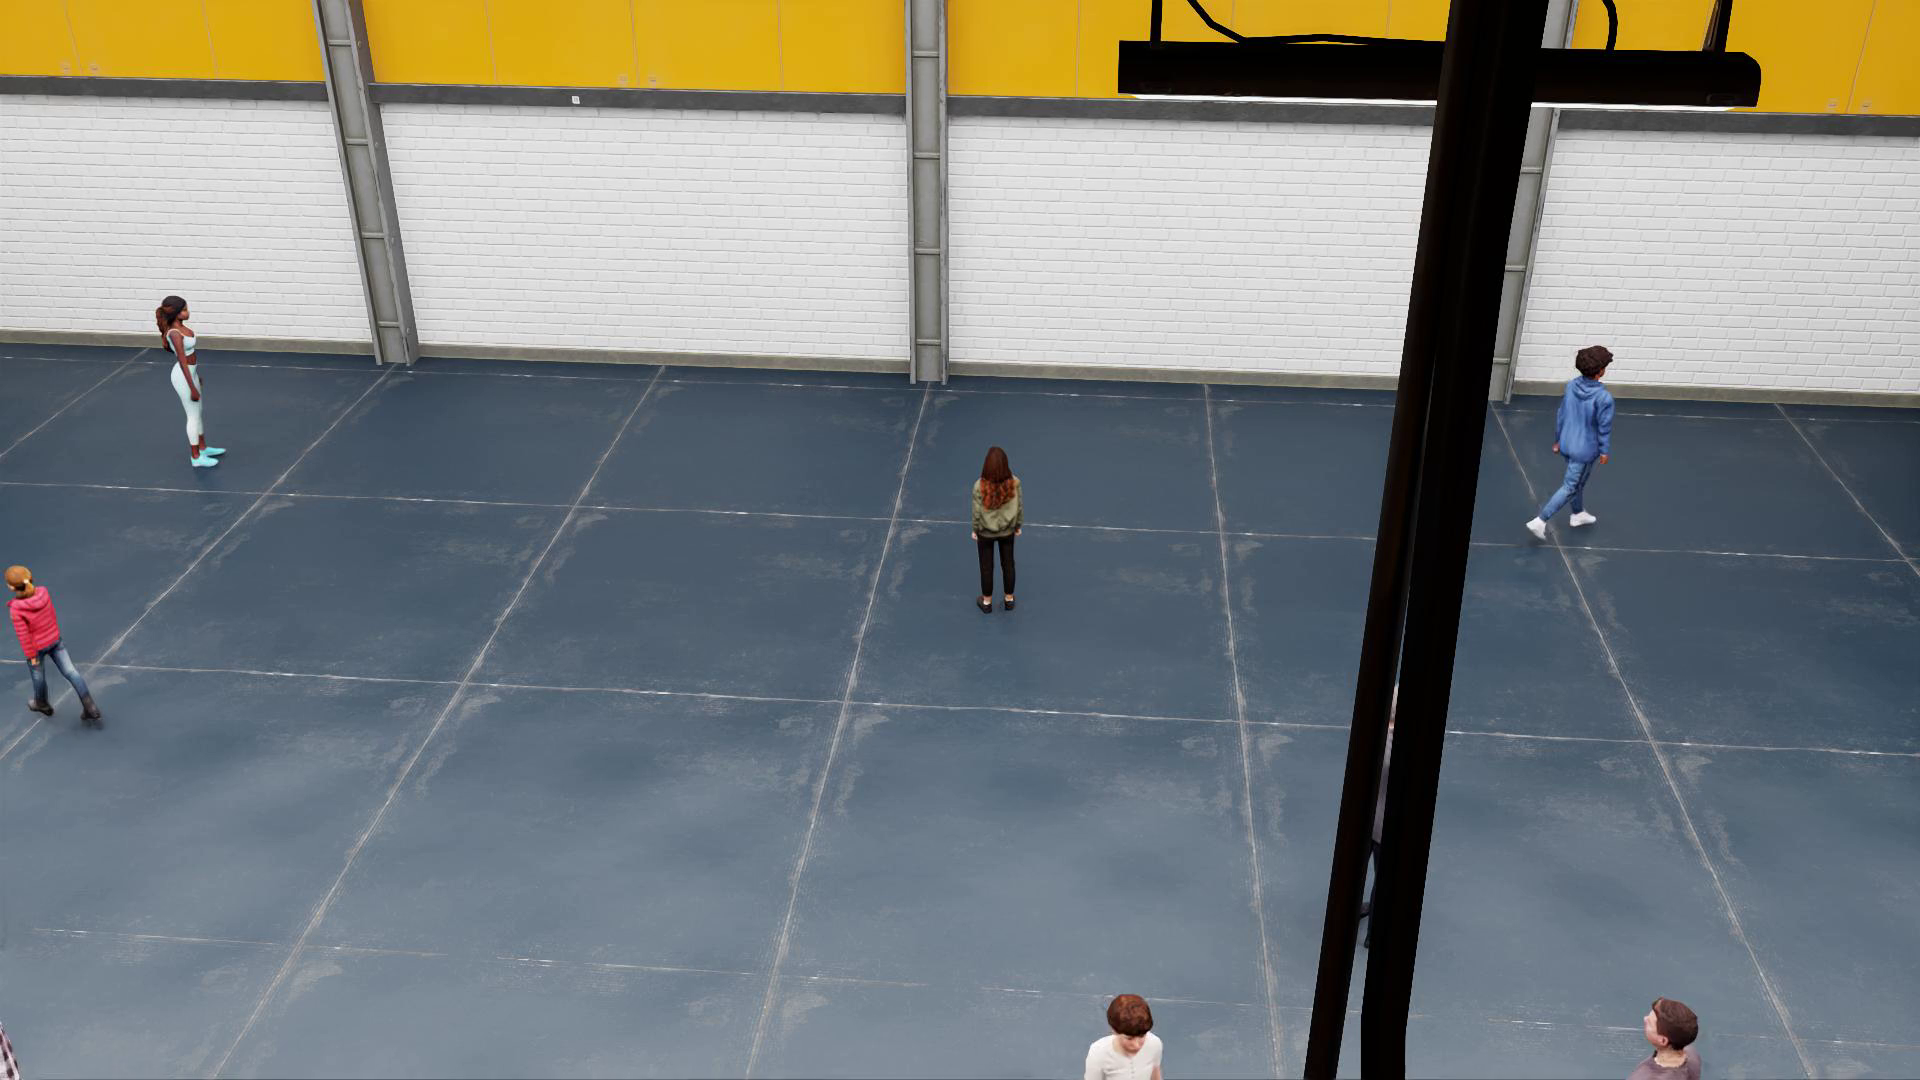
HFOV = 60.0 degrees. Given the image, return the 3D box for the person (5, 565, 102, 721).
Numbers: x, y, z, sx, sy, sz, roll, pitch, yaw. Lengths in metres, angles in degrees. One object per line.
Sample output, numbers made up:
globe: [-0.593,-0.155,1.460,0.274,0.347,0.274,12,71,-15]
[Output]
person: [-6.656,0.785,12.191,0.973,1.289,0.740,14,32,25]

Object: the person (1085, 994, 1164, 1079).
person: [0.757,2.802,8.125,0.838,1.643,0.827,-11,30,-19]

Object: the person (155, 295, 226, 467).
person: [-7.432,-1.535,15.991,0.655,1.723,0.644,-9,30,-16]

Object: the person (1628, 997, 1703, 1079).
person: [3.271,2.926,7.712,1.218,1.821,1.091,25,37,37]

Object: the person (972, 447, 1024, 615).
person: [0.300,-0.087,13.596,0.536,1.475,0.693,-5,29,-10]

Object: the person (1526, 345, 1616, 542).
person: [5.397,-0.815,14.611,1.243,1.781,1.030,-12,31,-21]
